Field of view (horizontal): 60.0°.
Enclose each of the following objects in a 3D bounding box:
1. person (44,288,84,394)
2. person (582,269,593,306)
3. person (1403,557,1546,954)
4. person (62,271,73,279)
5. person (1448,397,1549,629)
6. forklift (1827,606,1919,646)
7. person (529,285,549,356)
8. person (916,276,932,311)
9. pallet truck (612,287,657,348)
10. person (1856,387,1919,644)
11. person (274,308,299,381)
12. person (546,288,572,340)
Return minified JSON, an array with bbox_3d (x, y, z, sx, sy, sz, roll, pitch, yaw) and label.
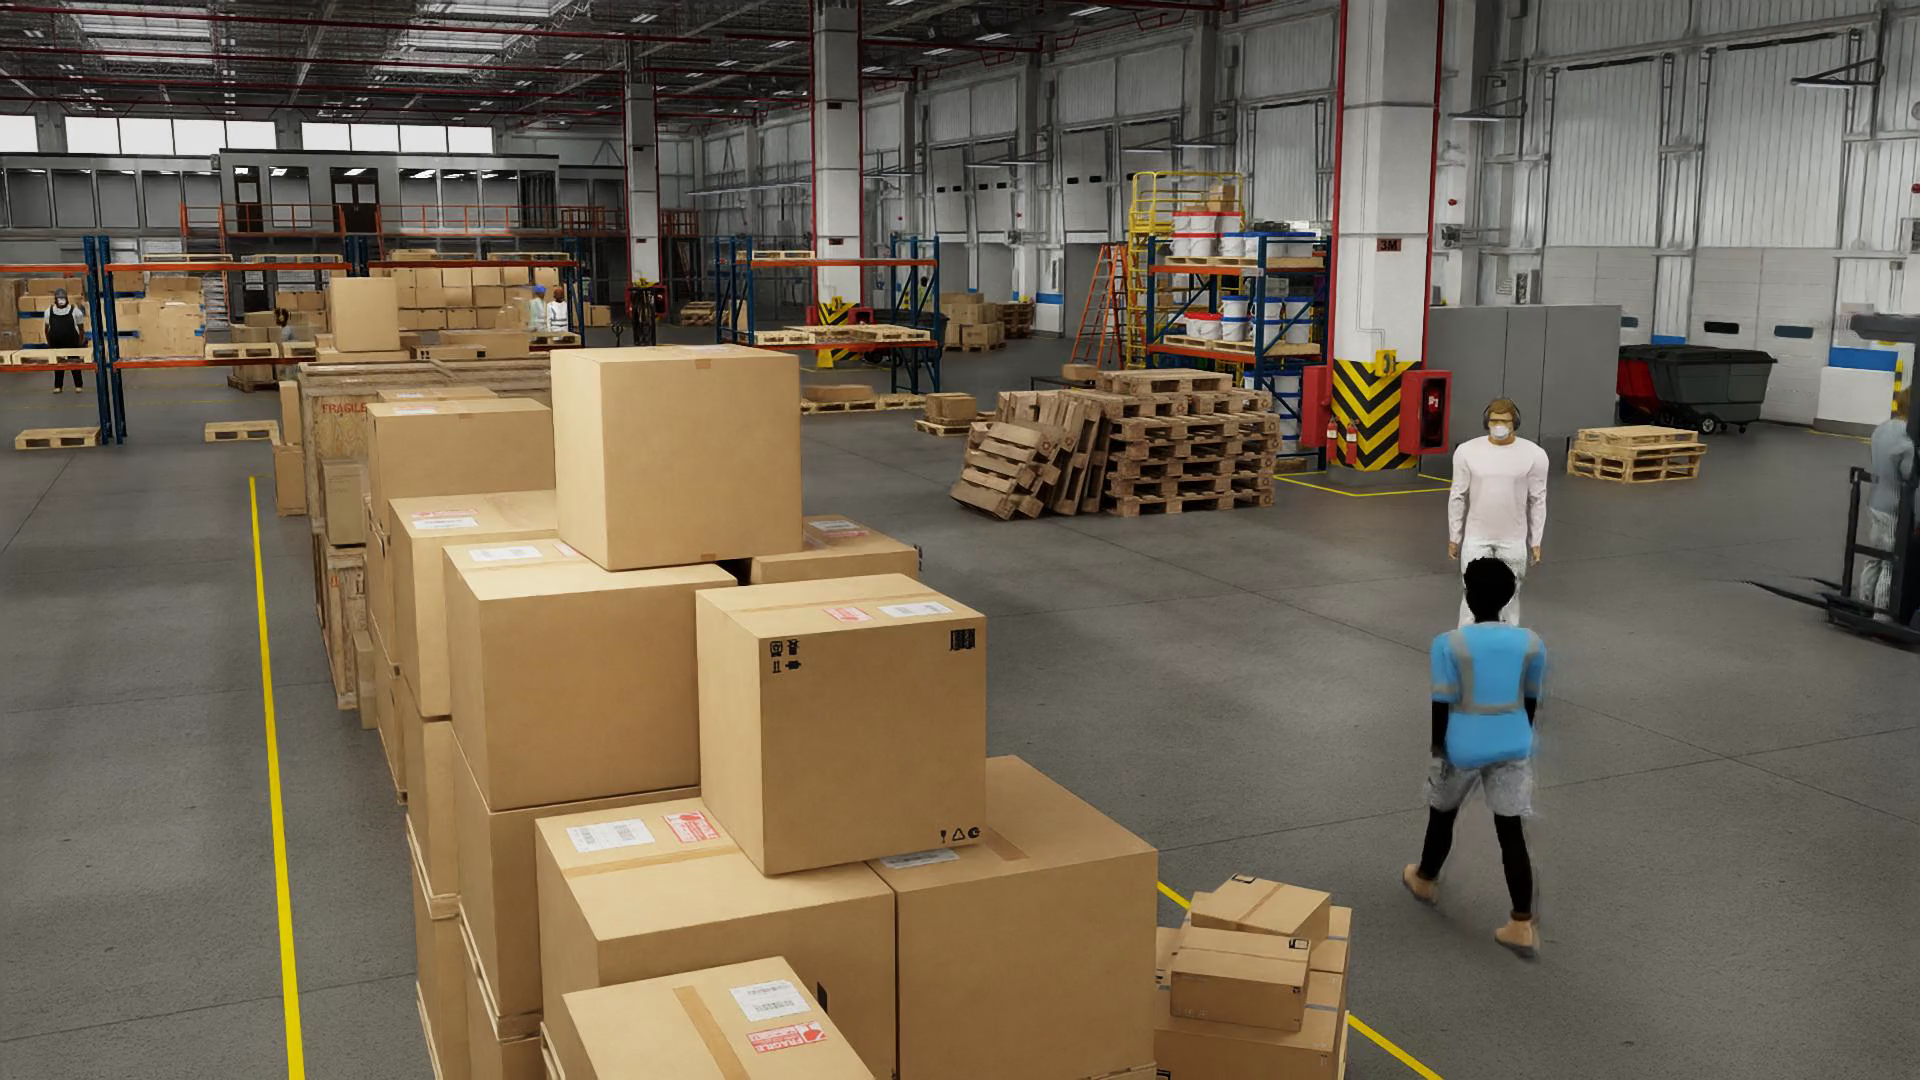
[{"bbox_3d":[-17.378,-3.858,32.265,0.688,2.000,0.538,-3,11,-18],"label":"person"},{"bbox_3d":[-13.340,-8.719,59.434,0.586,1.910,0.396,8,13,36],"label":"person"},{"bbox_3d":[2.252,0.889,7.177,0.549,1.644,0.890,-2,10,-9],"label":"person"},{"bbox_3d":[-27.360,-7.255,51.164,0.444,1.991,0.642,-5,11,-25],"label":"person"},{"bbox_3d":[3.648,-0.010,11.340,0.636,1.936,0.354,4,11,21],"label":"person"},{"bbox_3d":[7.473,-0.574,11.850,1.129,2.768,1.873,-3,11,-14],"label":"forklift"},{"bbox_3d":[-9.902,-5.029,39.041,0.694,1.926,0.613,6,12,30],"label":"person"},{"bbox_3d":[-1.105,-7.156,50.990,0.620,1.845,0.430,-6,12,-28],"label":"person"},{"bbox_3d":[-6.464,-4.406,35.401,0.823,1.965,1.885,6,12,32],"label":"pallet truck"},{"bbox_3d":[6.964,-0.190,12.371,0.380,1.929,0.634,0,10,2],"label":"person"},{"bbox_3d":[-11.195,-2.953,27.814,0.443,1.849,0.551,-4,11,-20],"label":"person"},{"bbox_3d":[-9.017,-4.724,37.468,0.581,1.882,0.339,-6,12,-31],"label":"person"}]
